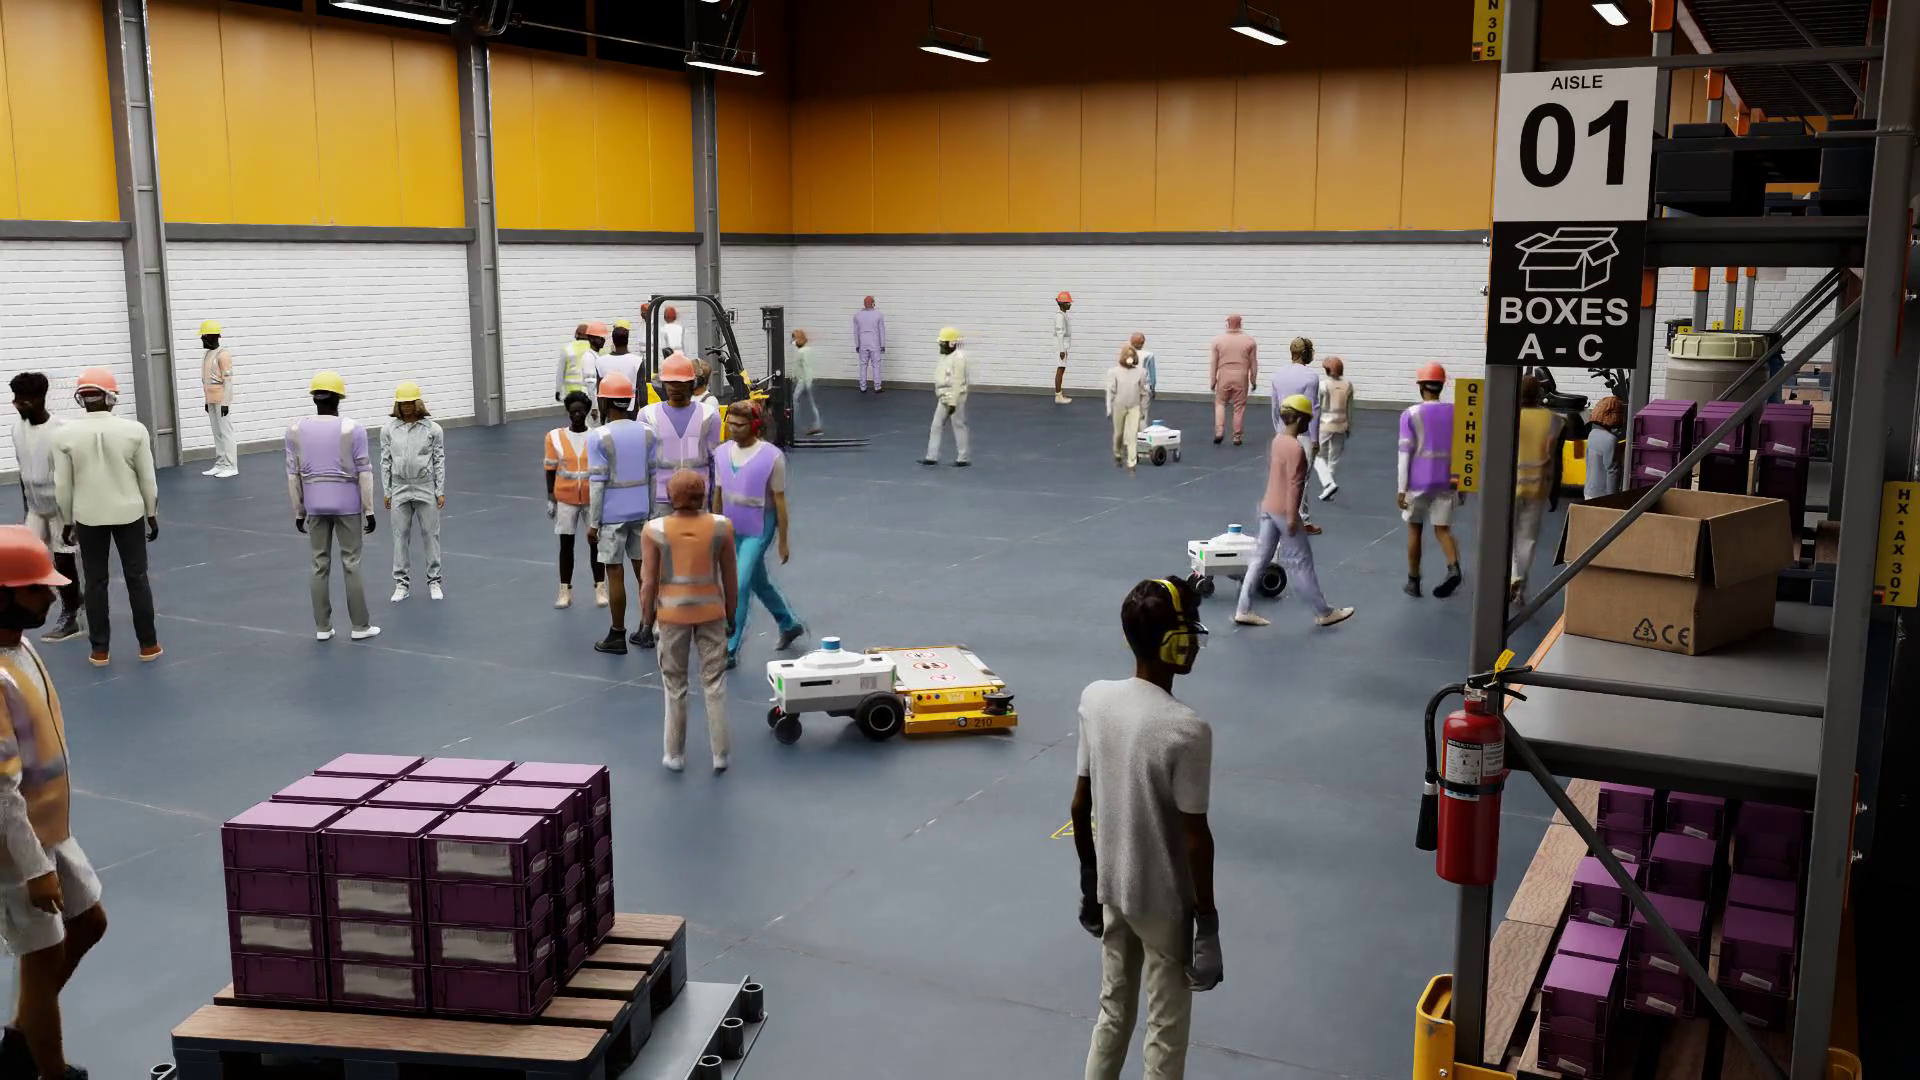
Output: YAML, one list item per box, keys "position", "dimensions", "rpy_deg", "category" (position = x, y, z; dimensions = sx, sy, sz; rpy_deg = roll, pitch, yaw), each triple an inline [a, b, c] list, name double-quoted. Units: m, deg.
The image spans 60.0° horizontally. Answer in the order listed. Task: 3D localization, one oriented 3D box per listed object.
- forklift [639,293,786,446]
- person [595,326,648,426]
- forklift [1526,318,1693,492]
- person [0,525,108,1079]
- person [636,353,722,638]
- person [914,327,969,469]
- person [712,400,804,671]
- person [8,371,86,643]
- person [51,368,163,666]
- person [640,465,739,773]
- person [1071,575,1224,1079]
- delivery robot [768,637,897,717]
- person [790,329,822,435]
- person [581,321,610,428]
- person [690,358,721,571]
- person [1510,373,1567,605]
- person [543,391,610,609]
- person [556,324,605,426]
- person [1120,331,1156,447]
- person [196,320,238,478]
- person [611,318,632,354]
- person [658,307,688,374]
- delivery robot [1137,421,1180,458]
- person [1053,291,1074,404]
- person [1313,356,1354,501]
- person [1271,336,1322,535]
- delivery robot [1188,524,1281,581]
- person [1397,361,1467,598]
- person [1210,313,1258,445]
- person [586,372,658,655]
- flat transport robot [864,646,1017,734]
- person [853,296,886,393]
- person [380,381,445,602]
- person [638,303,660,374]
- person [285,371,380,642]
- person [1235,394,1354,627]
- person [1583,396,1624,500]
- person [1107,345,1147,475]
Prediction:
- position: [-3.588, -2.317, 23.042]
  dimensions: [2.313, 2.155, 1.214]
  rpy_deg: [-1, 10, -5]
  category: "forklift"
- position: [-3.820, -1.457, 18.854]
  dimensions: [0.594, 1.921, 0.388]
  rpy_deg: [1, 10, 7]
  category: "person"
- position: [7.066, -1.601, 18.899]
  dimensions: [2.313, 2.155, 1.214]
  rpy_deg: [5, 11, 27]
  category: "forklift"
- position: [-2.842, 0.907, 5.137]
  dimensions: [0.437, 1.930, 0.565]
  rpy_deg: [-2, 10, -13]
  category: "person"
- position: [-1.994, -0.313, 11.883]
  dimensions: [0.614, 2.041, 0.374]
  rpy_deg: [-2, 10, -14]
  category: "person"
- position: [-0.231, -1.778, 21.042]
  dimensions: [0.767, 1.802, 0.623]
  rpy_deg: [-4, 11, -22]
  category: "person"
- position: [-1.379, -0.058, 11.150]
  dimensions: [0.586, 1.795, 0.985]
  rpy_deg: [7, 12, 36]
  category: "person"
- position: [-6.413, -0.237, 11.741]
  dimensions: [0.620, 1.935, 0.516]
  rpy_deg: [3, 10, 16]
  category: "person"
- position: [-5.685, -0.153, 11.119]
  dimensions: [0.608, 1.987, 0.391]
  rpy_deg: [-4, 11, -24]
  category: "person"
- position: [-1.423, 0.421, 8.805]
  dimensions: [0.521, 1.639, 0.312]
  rpy_deg: [-3, 10, -15]
  category: "person"
- position: [0.536, 1.022, 4.667]
  dimensions: [0.313, 1.866, 0.539]
  rpy_deg: [-8, 12, -38]
  category: "person"
- position: [-0.732, 0.797, 9.486]
  dimensions: [0.707, 0.478, 0.477]
  rpy_deg: [-3, 10, -16]
  category: "delivery robot"
- position: [-2.455, -2.355, 24.972]
  dimensions: [0.810, 1.596, 0.529]
  rpy_deg: [-1, 10, -8]
  category: "person"
- position: [-4.339, -1.642, 19.897]
  dimensions: [0.376, 1.933, 0.545]
  rpy_deg: [0, 10, -3]
  category: "person"
- position: [-2.229, -0.641, 14.351]
  dimensions: [0.344, 1.847, 0.506]
  rpy_deg: [-6, 11, -30]
  category: "person"
- position: [4.338, -0.370, 12.835]
  dimensions: [0.634, 1.824, 0.547]
  rpy_deg: [0, 10, 2]
  category: "person"
- position: [-2.928, -0.310, 12.880]
  dimensions: [0.565, 1.698, 0.316]
  rpy_deg: [-2, 10, -12]
  category: "person"
- position: [-5.086, -2.010, 22.451]
  dimensions: [0.674, 1.803, 0.812]
  rpy_deg: [-6, 11, -29]
  category: "person"
- position: [2.507, -2.126, 23.546]
  dimensions: [0.518, 1.639, 0.307]
  rpy_deg: [3, 10, 16]
  category: "person"
- position: [-9.128, -1.732, 20.431]
  dimensions: [0.587, 1.927, 0.367]
  rpy_deg: [9, 13, 42]
  category: "person"
- position: [-5.053, -2.432, 24.947]
  dimensions: [0.308, 1.769, 0.525]
  rpy_deg: [-7, 12, -34]
  category: "person"
- position: [-4.853, -2.970, 27.868]
  dimensions: [0.591, 1.830, 0.946]
  rpy_deg: [-6, 12, -33]
  category: "person"
- position: [2.566, -1.317, 21.723]
  dimensions: [0.477, 0.478, 0.707]
  rpy_deg: [9, 13, 41]
  category: "delivery robot"
- position: [1.895, -3.511, 30.398]
  dimensions: [0.374, 2.043, 0.613]
  rpy_deg: [1, 10, 6]
  category: "person"
- position: [4.080, -1.211, 18.281]
  dimensions: [0.535, 1.628, 0.533]
  rpy_deg: [-3, 10, -19]
  category: "person"
- position: [3.299, -1.019, 16.271]
  dimensions: [0.372, 1.940, 0.627]
  rpy_deg: [-6, 11, -30]
  category: "person"
- position: [2.210, 0.118, 13.419]
  dimensions: [0.707, 0.478, 0.477]
  rpy_deg: [-2, 10, -10]
  category: "delivery robot"
- position: [3.753, -0.451, 13.098]
  dimensions: [0.578, 1.904, 0.734]
  rpy_deg: [-1, 10, -5]
  category: "person"
- position: [3.898, -2.281, 23.688]
  dimensions: [0.670, 1.904, 0.447]
  rpy_deg: [2, 10, 11]
  category: "person"
- position: [-2.330, -0.182, 11.429]
  dimensions: [0.355, 1.939, 0.544]
  rpy_deg: [9, 13, 43]
  category: "person"
- position: [-0.153, 0.876, 10.121]
  dimensions: [0.652, 0.197, 1.431]
  rpy_deg: [-2, 10, -13]
  category: "flat transport robot"
- position: [-1.766, -3.845, 32.726]
  dimensions: [0.642, 1.909, 0.410]
  rpy_deg: [2, 10, 13]
  category: "person"
- position: [-4.315, -0.381, 13.140]
  dimensions: [0.487, 1.744, 0.297]
  rpy_deg: [-2, 10, -12]
  category: "person"
- position: [-5.382, -3.149, 28.764]
  dimensions: [0.355, 1.883, 0.574]
  rpy_deg: [-9, 13, -41]
  category: "person"
- position: [-4.433, -0.232, 11.776]
  dimensions: [0.584, 1.918, 0.383]
  rpy_deg: [0, 10, -1]
  category: "person"
- position: [2.446, -0.202, 12.179]
  dimensions: [0.888, 1.710, 0.544]
  rpy_deg: [-2, 10, -9]
  category: "person"
- position: [5.054, -0.314, 13.073]
  dimensions: [0.285, 1.633, 0.499]
  rpy_deg: [0, 10, 0]
  category: "person"
- position: [2.096, -1.657, 20.933]
  dimensions: [0.503, 1.605, 0.801]
  rpy_deg: [0, 10, 0]
  category: "person"
